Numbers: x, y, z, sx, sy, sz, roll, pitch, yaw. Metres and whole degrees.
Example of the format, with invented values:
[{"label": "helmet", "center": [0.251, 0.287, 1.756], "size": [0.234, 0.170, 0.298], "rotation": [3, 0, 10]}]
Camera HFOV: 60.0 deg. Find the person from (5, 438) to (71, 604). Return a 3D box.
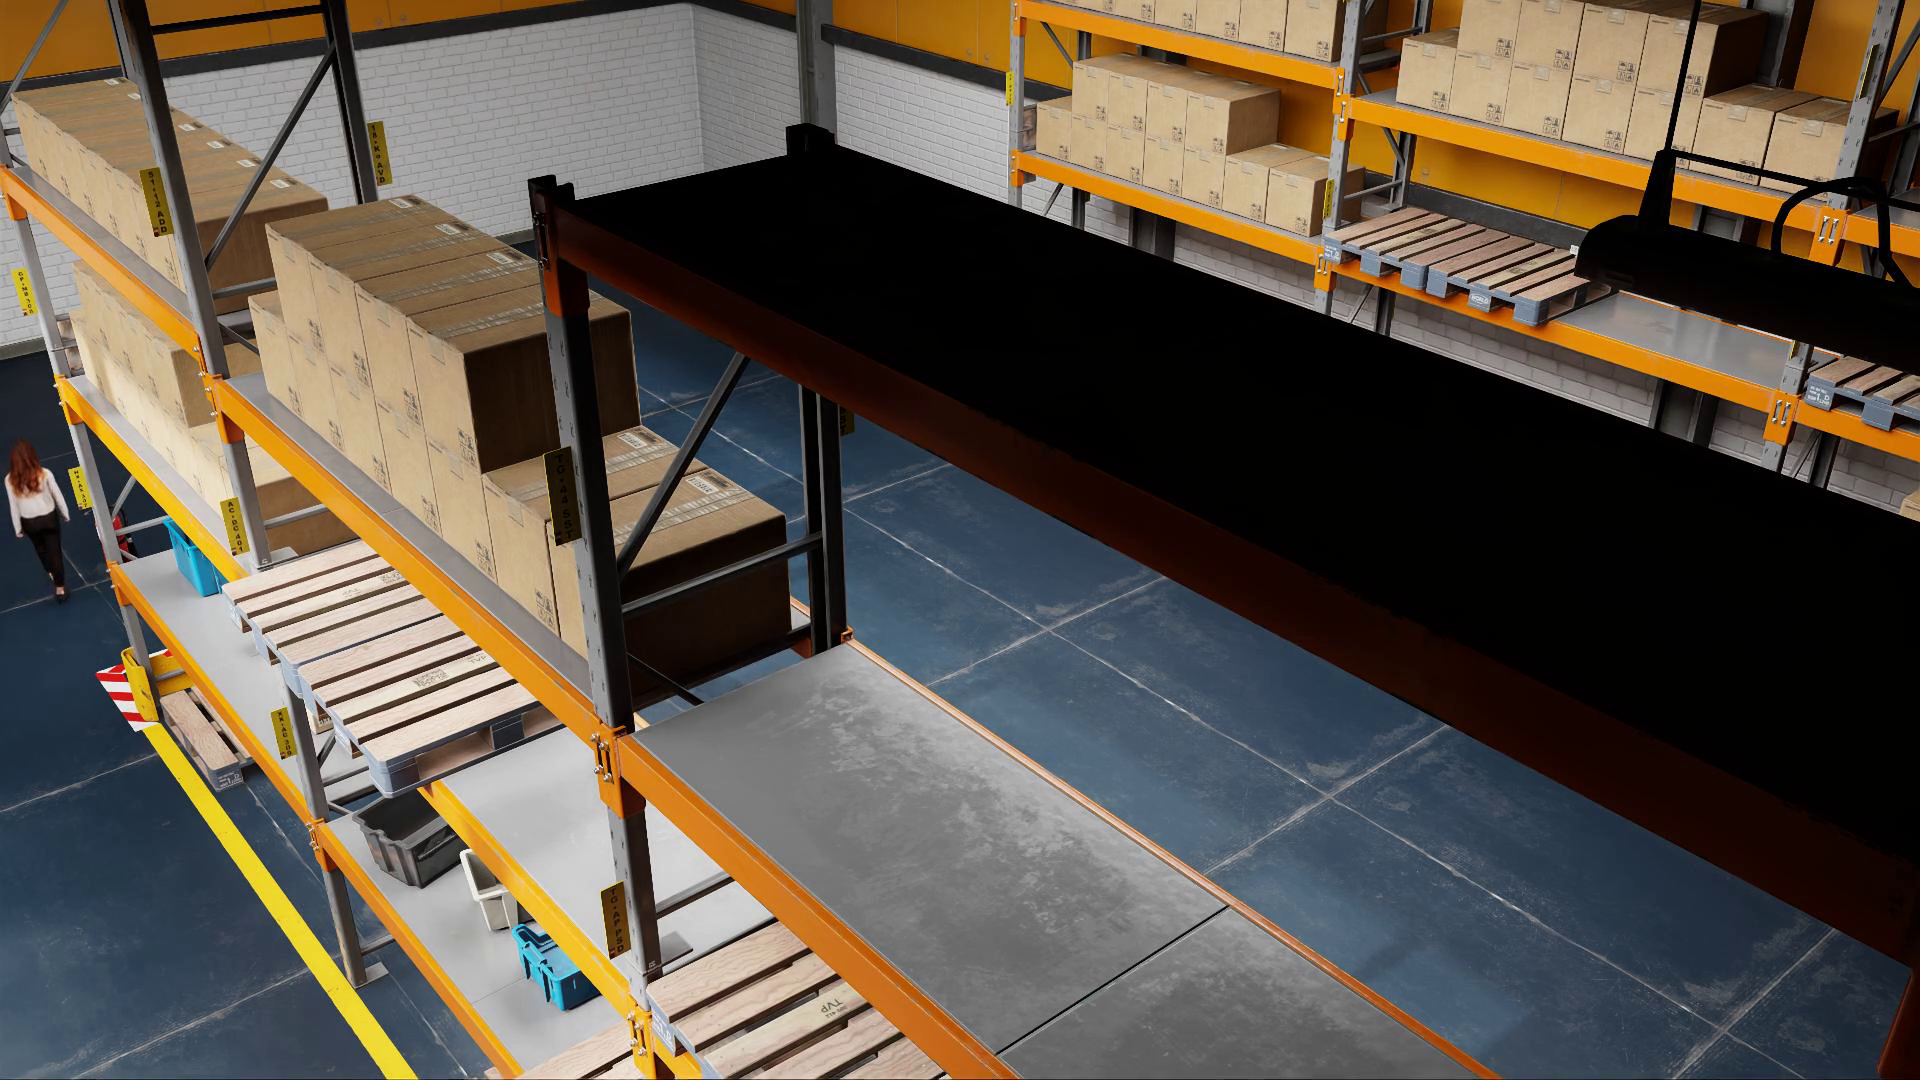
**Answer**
[{"label": "person", "center": [-7.814, -0.127, 14.135], "size": [0.700, 1.465, 0.843], "rotation": [-12, 31, -20]}]
